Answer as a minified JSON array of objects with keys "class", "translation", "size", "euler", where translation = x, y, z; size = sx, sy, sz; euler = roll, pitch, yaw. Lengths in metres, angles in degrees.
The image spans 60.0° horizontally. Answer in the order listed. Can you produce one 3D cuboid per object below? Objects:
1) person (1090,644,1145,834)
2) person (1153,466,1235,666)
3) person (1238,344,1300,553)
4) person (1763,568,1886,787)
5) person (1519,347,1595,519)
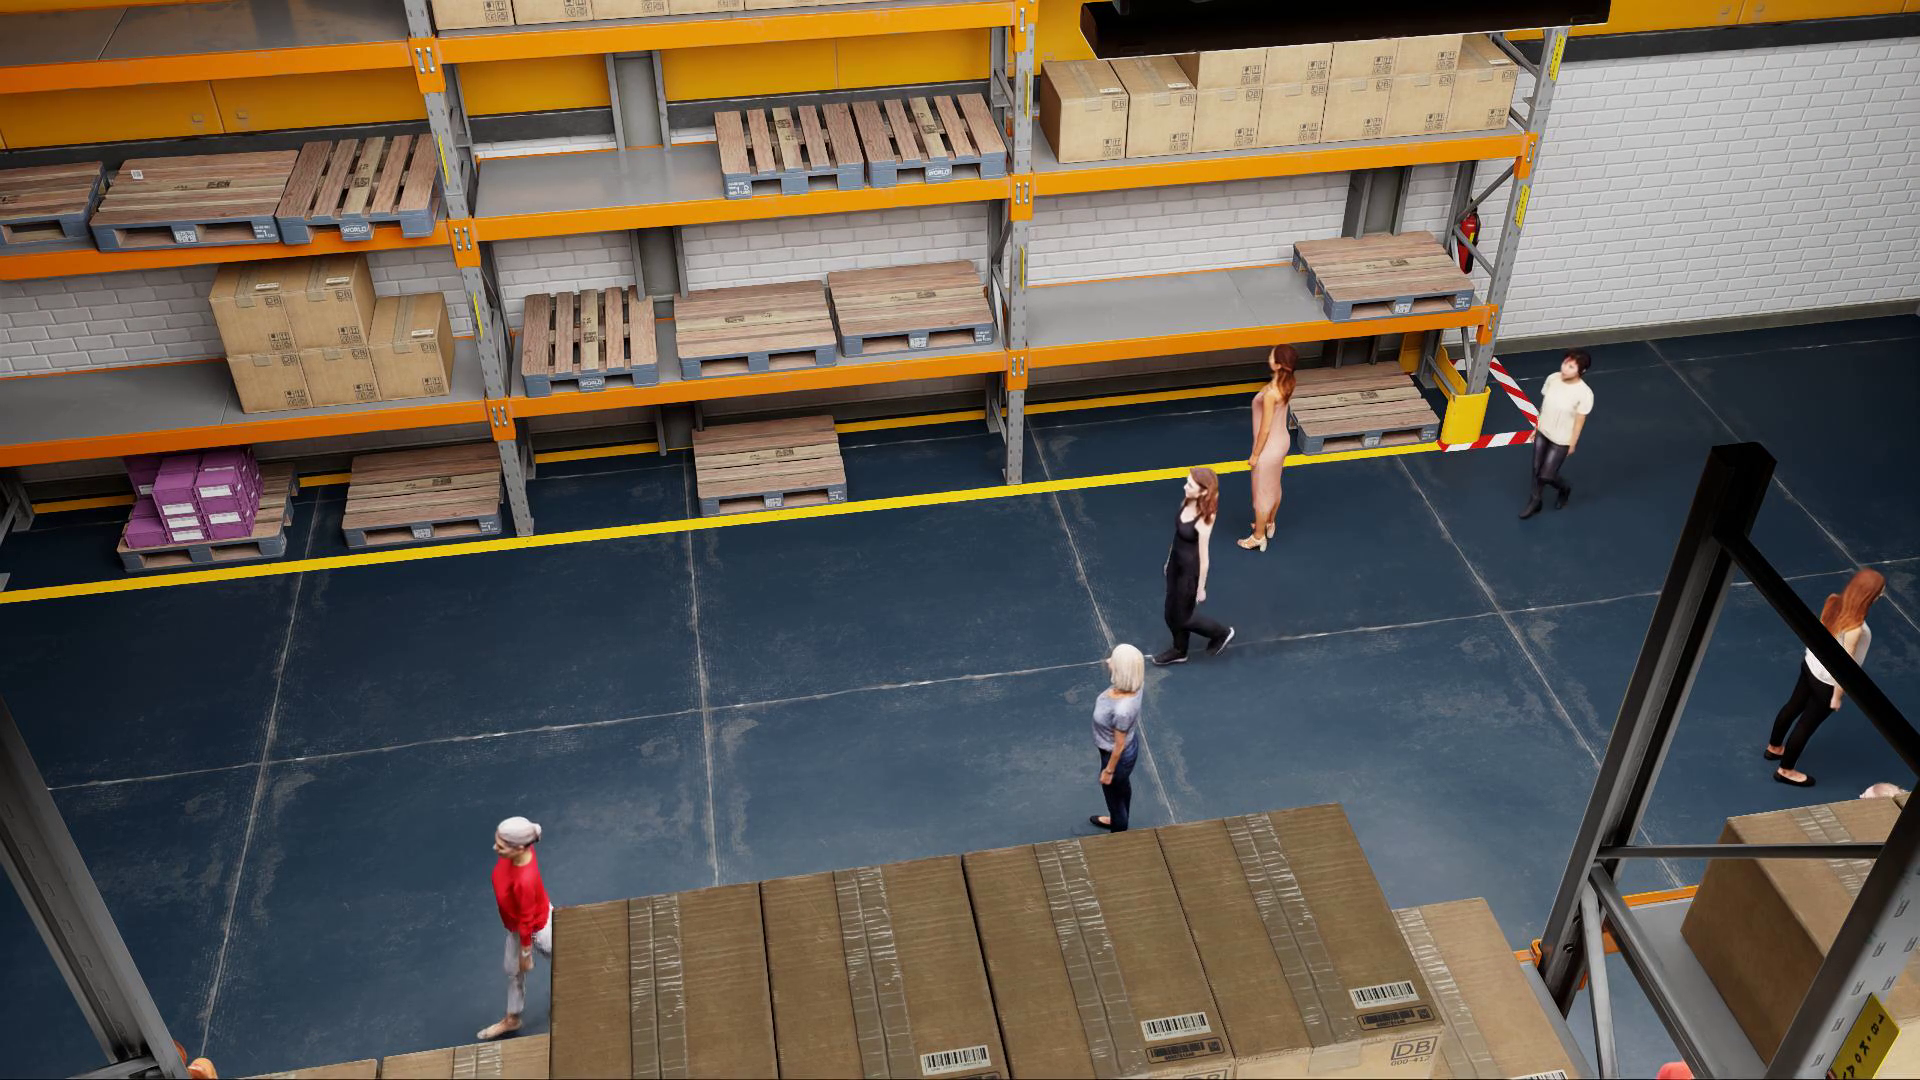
[{"class":"person","translation":[0.983,1.295,10.281],"size":[0.630,1.722,0.644],"euler":[8,39,10]},{"class":"person","translation":[1.686,0.194,11.650],"size":[0.799,1.734,0.601],"euler":[-9,39,-11]},{"class":"person","translation":[2.378,-0.708,12.701],"size":[0.712,1.831,0.656],"euler":[23,44,26]},{"class":"person","translation":[5.605,0.876,10.810],"size":[0.571,1.716,0.623],"euler":[2,39,2]},{"class":"person","translation":[4.724,-0.836,13.064],"size":[0.761,1.578,0.693],"euler":[-18,42,-21]}]
